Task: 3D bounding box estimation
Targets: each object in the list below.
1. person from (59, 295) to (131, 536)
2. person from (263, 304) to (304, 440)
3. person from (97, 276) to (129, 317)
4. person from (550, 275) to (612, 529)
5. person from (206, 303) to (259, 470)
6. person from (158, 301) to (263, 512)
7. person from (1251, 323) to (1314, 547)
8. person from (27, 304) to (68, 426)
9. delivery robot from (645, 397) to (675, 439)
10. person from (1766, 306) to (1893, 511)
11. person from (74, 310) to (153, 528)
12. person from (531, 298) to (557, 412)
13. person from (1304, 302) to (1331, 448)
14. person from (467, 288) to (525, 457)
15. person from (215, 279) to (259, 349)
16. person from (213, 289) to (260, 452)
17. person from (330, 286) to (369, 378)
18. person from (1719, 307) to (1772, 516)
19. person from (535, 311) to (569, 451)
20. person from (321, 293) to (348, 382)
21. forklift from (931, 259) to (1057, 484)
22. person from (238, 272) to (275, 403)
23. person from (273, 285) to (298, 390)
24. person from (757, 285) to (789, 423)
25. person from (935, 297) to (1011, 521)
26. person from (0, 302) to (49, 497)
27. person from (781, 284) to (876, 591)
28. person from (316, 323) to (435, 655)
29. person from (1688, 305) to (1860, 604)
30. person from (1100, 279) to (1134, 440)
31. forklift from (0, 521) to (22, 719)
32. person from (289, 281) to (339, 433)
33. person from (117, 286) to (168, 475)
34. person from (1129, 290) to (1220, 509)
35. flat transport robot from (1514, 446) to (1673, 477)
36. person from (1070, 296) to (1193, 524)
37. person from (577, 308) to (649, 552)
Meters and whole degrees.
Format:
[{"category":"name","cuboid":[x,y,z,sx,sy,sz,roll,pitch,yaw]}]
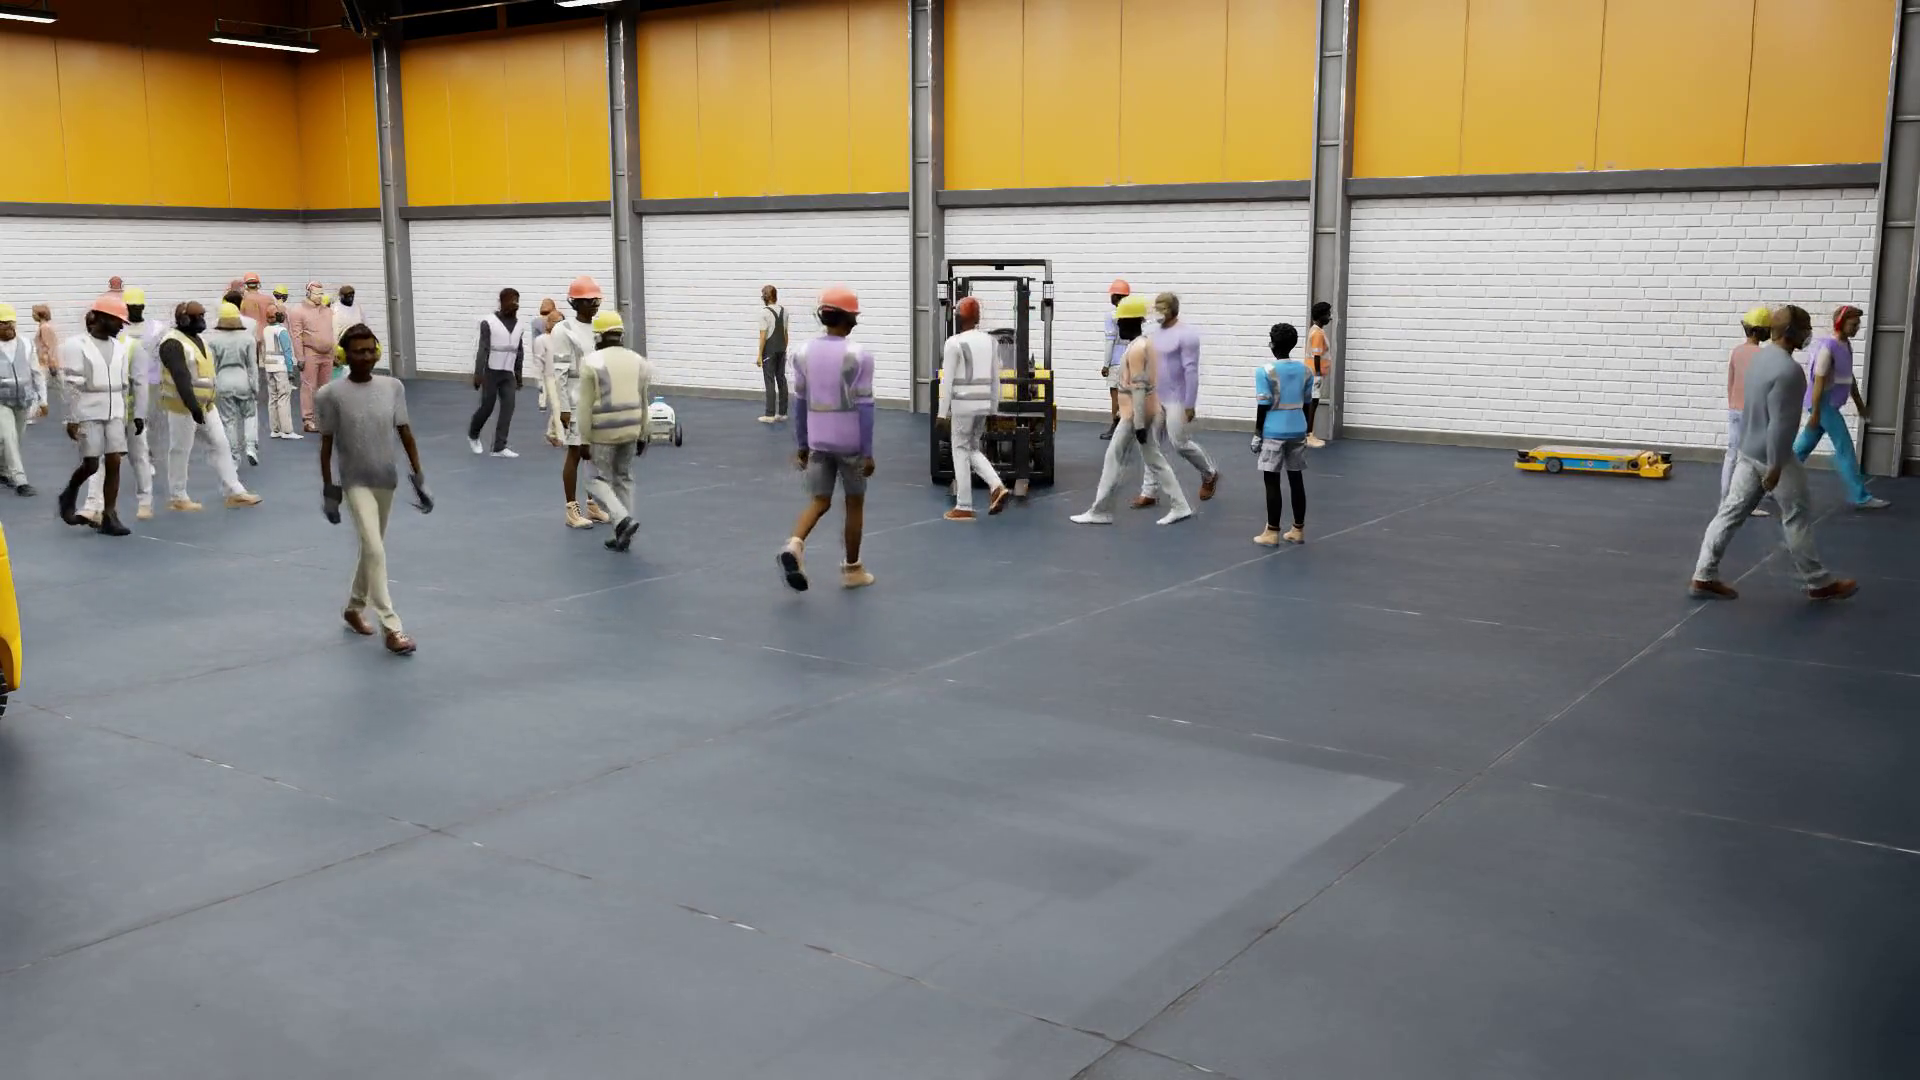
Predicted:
[{"category":"person","cuboid":[-6.857,-0.985,13.172,0.657,1.890,0.605,5,11,28]},{"category":"person","cuboid":[-8.248,-2.034,20.169,0.514,1.641,0.307,7,12,38]},{"category":"person","cuboid":[-14.478,-3.587,28.655,0.642,1.903,0.402,-5,11,-28]},{"category":"person","cuboid":[-3.015,-1.117,13.503,0.377,2.045,0.605,6,11,32]},{"category":"person","cuboid":[-7.540,-1.588,17.252,0.490,1.734,0.353,-5,11,-26]},{"category":"person","cuboid":[-6.473,-1.133,14.286,0.827,1.809,0.638,1,10,5]},{"category":"person","cuboid":[2.436,-0.794,12.612,0.539,1.695,0.319,-5,11,-28]},{"category":"person","cuboid":[-12.040,-2.302,21.892,0.856,1.586,0.537,-4,10,-25]},{"category":"delivery robot","cuboid":[-3.535,-1.436,19.556,0.477,0.478,0.707,-2,10,-11]},{"category":"person","cuboid":[7.581,-1.144,14.473,1.016,1.774,0.578,6,11,33]},{"category":"person","cuboid":[-6.925,-1.003,13.605,0.643,1.779,0.980,0,10,-1]},{"category":"person","cuboid":[-5.902,-2.655,23.920,0.495,1.623,0.291,-3,10,-17]},{"category":"person","cuboid":[4.147,-1.917,19.325,0.318,1.691,0.531,2,10,9]},{"category":"person","cuboid":[-5.217,-1.863,18.489,0.740,1.869,0.698,5,11,28]},{"category":"person","cuboid":[-11.355,-3.174,26.273,0.653,1.880,0.675,4,10,21]},{"category":"person","cuboid":[-8.275,-1.928,18.953,0.560,1.827,0.951,-9,13,-43]},{"category":"person","cuboid":[-9.336,-2.982,25.406,0.980,1.791,0.640,7,12,36]},{"category":"person","cuboid":[6.738,-1.091,14.175,0.310,1.768,0.533,-1,10,-5]},{"category":"person","cuboid":[-4.627,-1.836,19.116,0.509,1.603,0.757,-9,13,-43]},{"category":"person","cuboid":[-8.425,-2.432,22.210,0.520,1.737,0.554,2,10,12]},{"category":"forklift","cuboid":[0.370,-1.738,16.759,1.214,2.155,2.313,1,10,3]},{"category":"person","cuboid":[-10.702,-3.069,25.305,0.611,1.985,0.393,-8,12,-39]},{"category":"person","cuboid":[-11.366,-3.391,27.906,0.518,1.756,0.341,3,10,15]},{"category":"person","cuboid":[-2.518,-2.493,22.305,0.346,1.842,0.506,8,13,40]},{"category":"person","cuboid":[0.109,-1.068,13.752,0.492,1.873,0.599,8,13,40]},{"category":"person","cuboid":[-8.871,-1.319,15.496,0.946,1.789,0.607,7,12,35]},{"category":"person","cuboid":[-0.845,-0.636,10.734,0.613,2.023,0.786,5,11,29]},{"category":"person","cuboid":[-3.309,-0.306,9.362,0.970,1.828,0.538,9,13,42]},{"category":"person","cuboid":[5.149,-0.533,10.491,1.027,1.885,0.649,1,10,3]},{"category":"person","cuboid":[1.923,-2.174,20.107,0.545,1.942,0.352,-8,13,-41]},{"category":"forklift","cuboid":[-5.296,-0.090,6.943,1.214,2.155,2.313,7,12,35]},{"category":"person","cuboid":[-8.150,-2.319,21.094,0.409,1.903,0.638,5,11,26]},{"category":"person","cuboid":[-8.337,-1.626,16.917,0.600,1.914,0.617,-3,10,-19]},{"category":"person","cuboid":[1.895,-1.232,14.595,0.860,1.914,0.639,-7,12,-36]},{"category":"flat transport robot","cuboid":[6.468,-0.816,16.985,1.431,0.197,0.652,6,11,30]},{"category":"person","cuboid":[1.442,-1.044,13.559,0.980,1.886,0.586,3,10,16]},{"category":"person","cuboid":[-2.513,-0.782,12.186,0.516,1.818,0.607,9,13,42]}]
